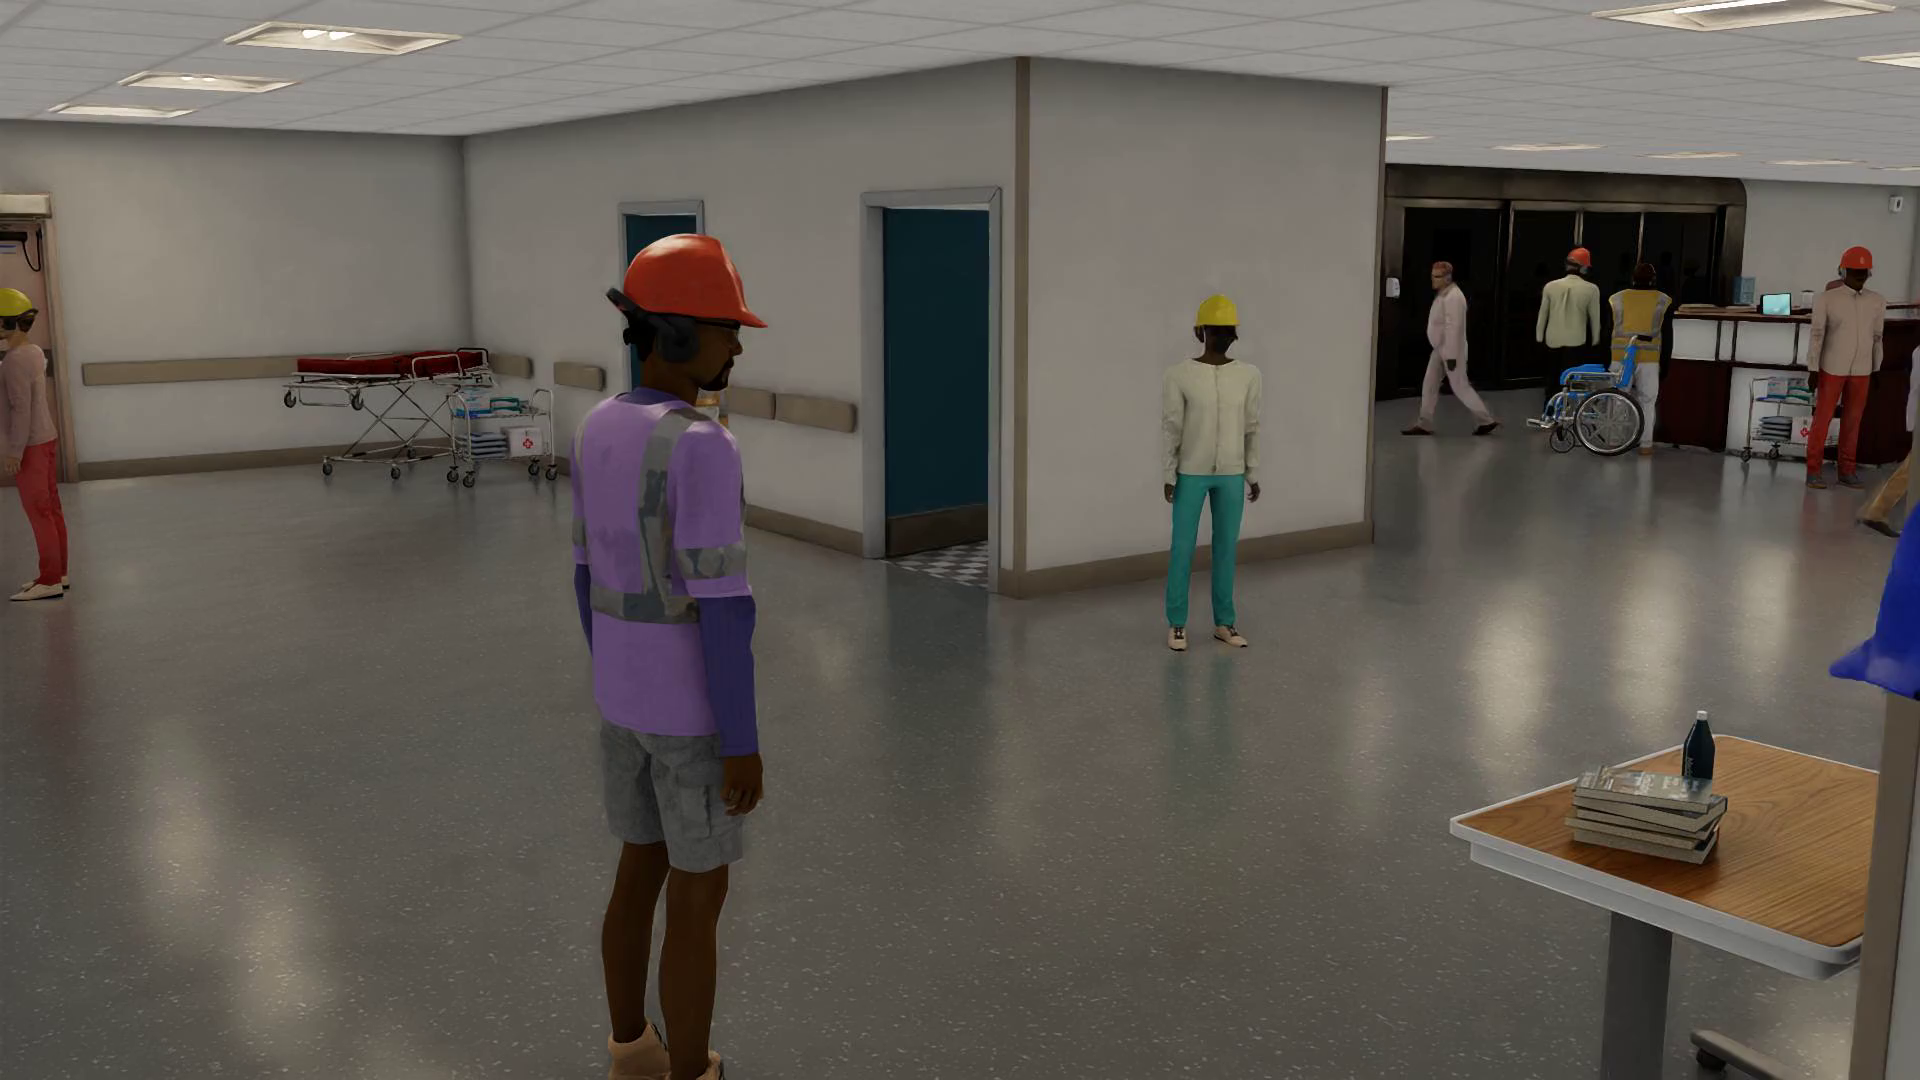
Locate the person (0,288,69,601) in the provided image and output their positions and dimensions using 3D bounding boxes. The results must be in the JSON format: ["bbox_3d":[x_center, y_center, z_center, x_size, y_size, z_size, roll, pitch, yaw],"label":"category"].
[{"bbox_3d":[-5.321,-0.539,9.470,0.315,1.770,0.524,-3,11,-16],"label":"person"}]

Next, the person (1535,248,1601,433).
[{"bbox_3d":[6.552,-2.134,17.840,0.628,1.968,0.695,8,13,39],"label":"person"}]

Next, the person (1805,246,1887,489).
[{"bbox_3d":[7.301,-1.410,13.706,0.624,1.992,0.390,0,10,-2],"label":"person"}]

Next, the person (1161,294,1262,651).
[{"bbox_3d":[1.253,-0.330,8.296,0.522,1.772,0.303,-2,10,-12],"label":"person"}]

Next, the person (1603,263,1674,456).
[{"bbox_3d":[6.472,-1.719,15.904,0.628,1.835,0.429,5,11,25],"label":"person"}]

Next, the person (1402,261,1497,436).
[{"bbox_3d":[5.185,-1.997,17.436,0.924,1.852,0.684,0,10,-1],"label":"person"}]

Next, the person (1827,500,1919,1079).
[{"bbox_3d":[0.744,0.898,1.000,0.610,1.927,0.648,-4,11,-22],"label":"person"}]

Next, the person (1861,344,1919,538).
[{"bbox_3d":[6.553,-0.814,11.181,0.558,1.713,0.895,-10,14,-44],"label":"person"}]

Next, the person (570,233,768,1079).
[{"bbox_3d":[-0.613,0.351,3.715,0.388,2.039,0.615,-8,13,-38],"label":"person"}]
